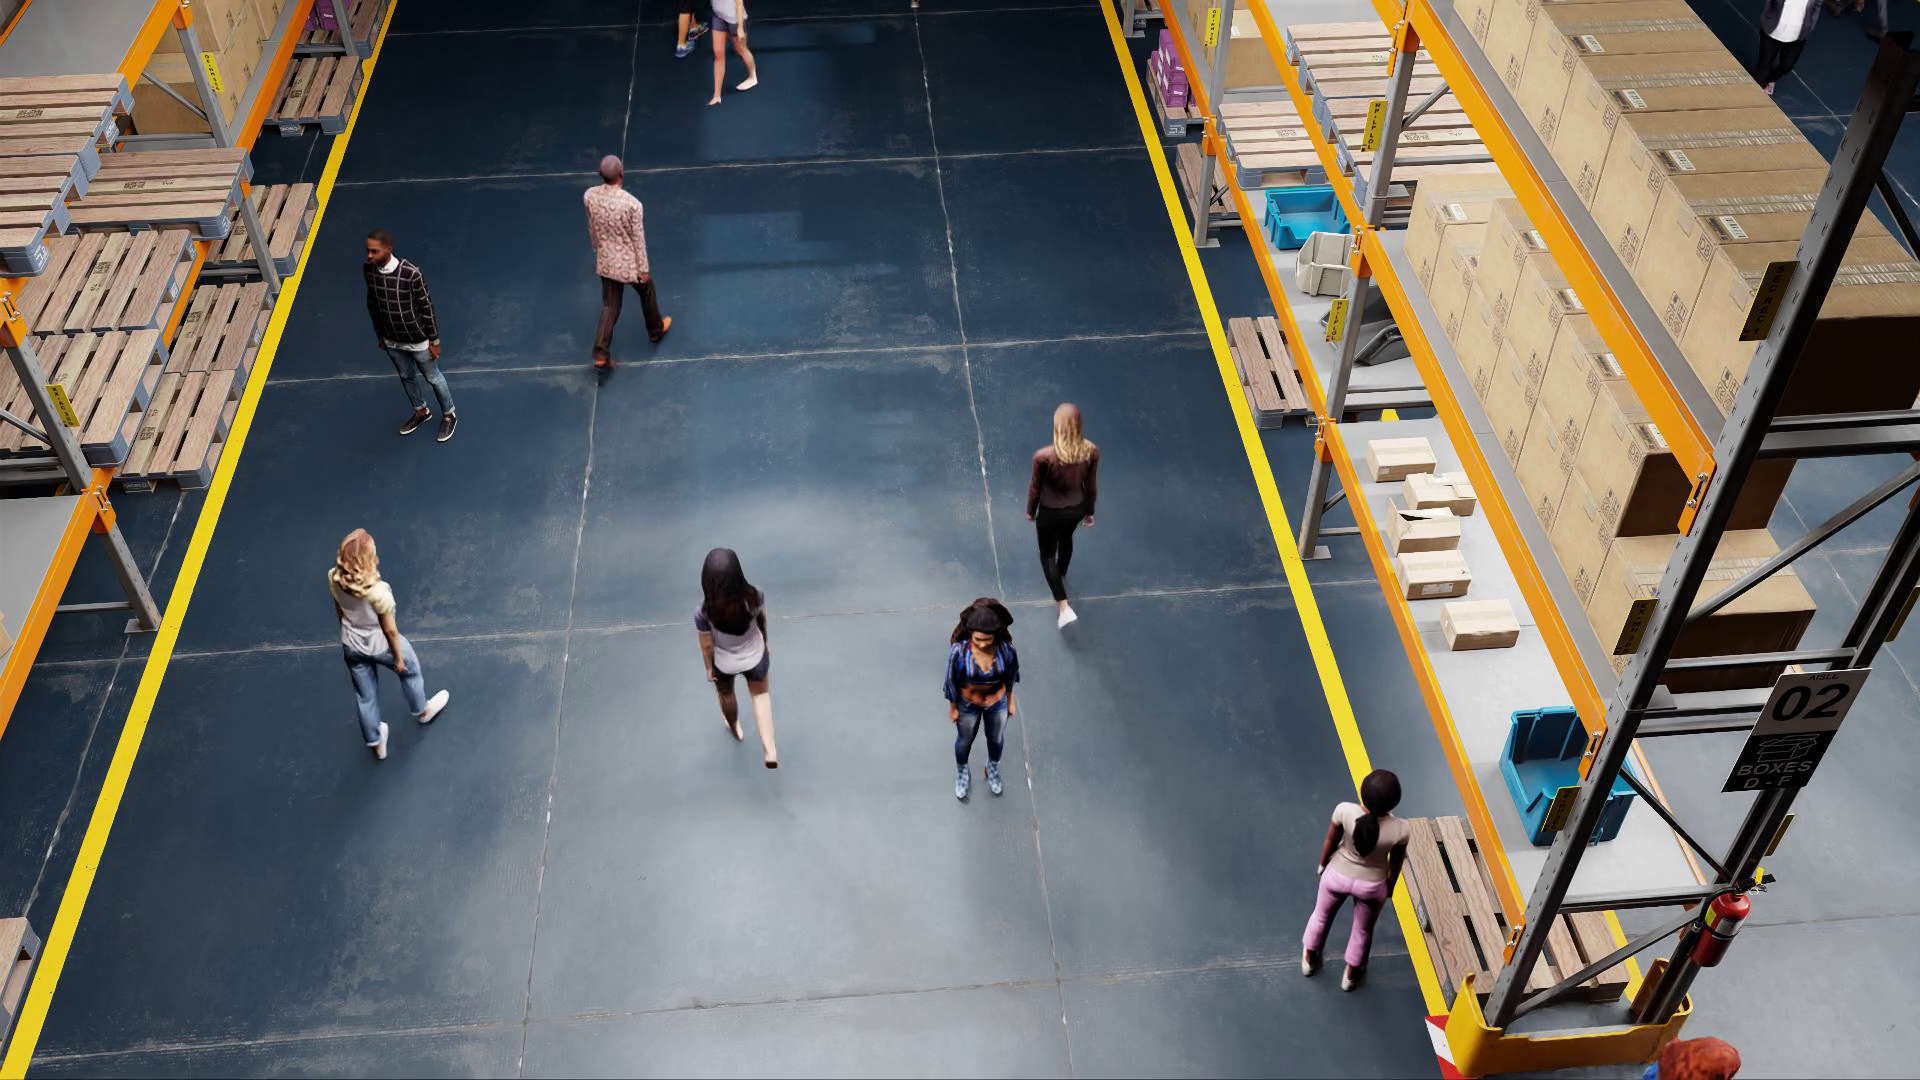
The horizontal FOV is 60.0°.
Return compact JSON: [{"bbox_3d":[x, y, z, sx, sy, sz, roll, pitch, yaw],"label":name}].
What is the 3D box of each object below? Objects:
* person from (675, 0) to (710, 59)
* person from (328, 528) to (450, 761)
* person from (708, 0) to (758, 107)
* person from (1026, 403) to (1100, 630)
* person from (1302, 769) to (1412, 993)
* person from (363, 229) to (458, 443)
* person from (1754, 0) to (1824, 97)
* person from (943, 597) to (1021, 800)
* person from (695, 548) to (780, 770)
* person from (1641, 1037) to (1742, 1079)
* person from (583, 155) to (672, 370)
[{"bbox_3d":[-2.824,-5.762,16.822,0.945,1.821,1.030,20,47,19],"label":"person"},{"bbox_3d":[-3.608,0.696,10.139,0.816,1.689,0.959,11,45,12],"label":"person"},{"bbox_3d":[-2.210,-5.117,16.252,0.976,1.673,1.105,26,49,25],"label":"person"},{"bbox_3d":[0.690,-0.134,11.015,0.759,1.683,1.045,-13,45,-13],"label":"person"},{"bbox_3d":[2.125,1.819,8.923,0.642,1.740,0.651,17,46,17],"label":"person"},{"bbox_3d":[-4.107,-1.545,12.398,0.737,1.819,0.679,11,45,12],"label":"person"},{"bbox_3d":[8.043,-4.998,16.188,0.840,1.590,0.928,13,45,13],"label":"person"},{"bbox_3d":[0.136,0.962,9.912,0.606,1.617,0.538,-5,44,-5],"label":"person"},{"bbox_3d":[-1.318,0.759,10.075,0.764,1.685,0.993,-17,46,-17],"label":"person"},{"bbox_3d":[3.120,2.818,7.827,0.836,1.806,0.925,11,45,11],"label":"person"},{"bbox_3d":[-2.696,-2.131,13.035,1.031,1.788,1.289,13,45,13],"label":"person"}]
